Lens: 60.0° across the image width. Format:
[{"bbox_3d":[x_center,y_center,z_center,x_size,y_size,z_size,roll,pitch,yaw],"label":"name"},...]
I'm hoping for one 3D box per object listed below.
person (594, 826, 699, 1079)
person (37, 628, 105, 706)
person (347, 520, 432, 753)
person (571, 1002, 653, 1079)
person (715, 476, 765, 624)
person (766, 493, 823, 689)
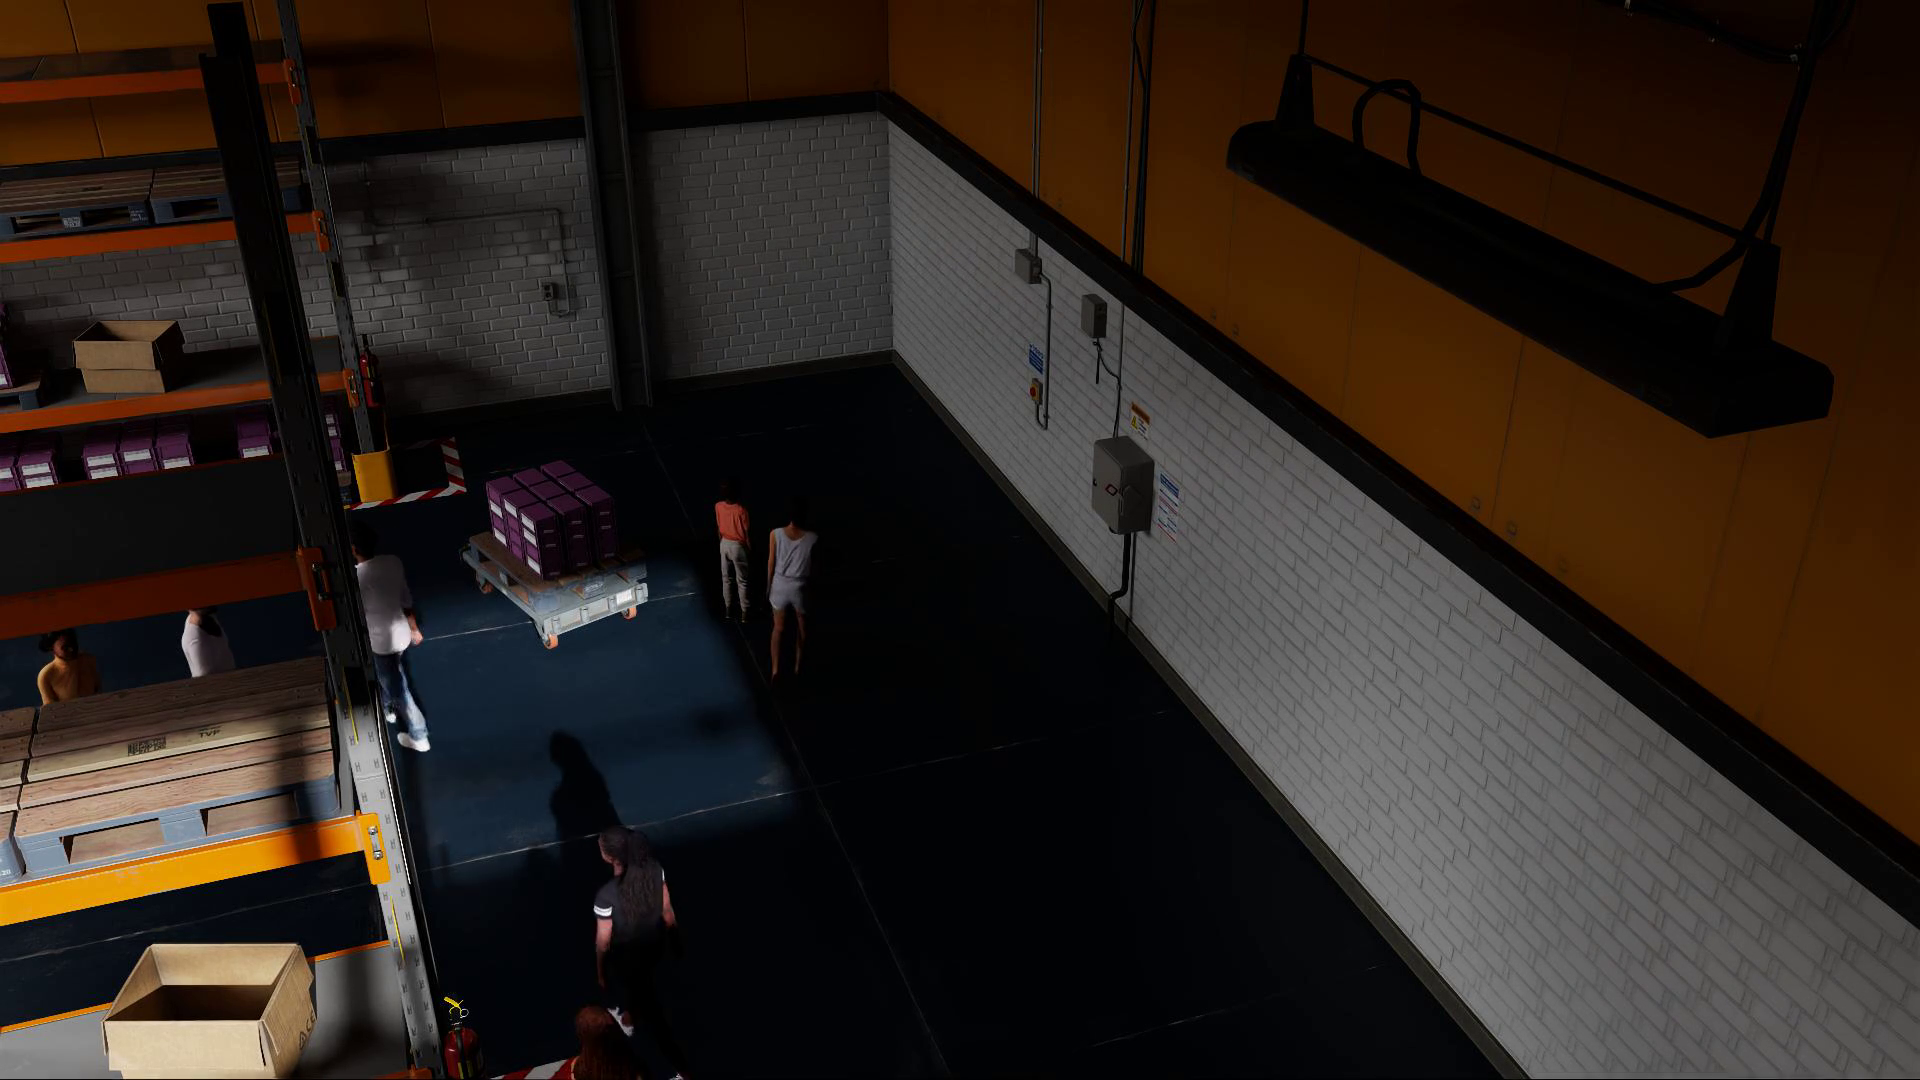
[{"bbox_3d":[-1.701,2.330,9.103,1.107,1.685,1.201,21,35,33],"label":"person"},{"bbox_3d":[-5.914,1.263,11.127,0.965,1.621,1.007,20,34,32],"label":"person"},{"bbox_3d":[-4.065,0.718,11.955,1.072,1.784,1.018,12,31,21],"label":"person"},{"bbox_3d":[-1.645,2.989,7.911,1.153,1.669,1.112,10,30,17],"label":"person"},{"bbox_3d":[-1.844,0.065,13.647,0.561,1.311,0.615,15,32,25],"label":"person"},{"bbox_3d":[-1.284,0.412,12.685,0.910,1.621,0.907,2,29,4],"label":"person"}]
